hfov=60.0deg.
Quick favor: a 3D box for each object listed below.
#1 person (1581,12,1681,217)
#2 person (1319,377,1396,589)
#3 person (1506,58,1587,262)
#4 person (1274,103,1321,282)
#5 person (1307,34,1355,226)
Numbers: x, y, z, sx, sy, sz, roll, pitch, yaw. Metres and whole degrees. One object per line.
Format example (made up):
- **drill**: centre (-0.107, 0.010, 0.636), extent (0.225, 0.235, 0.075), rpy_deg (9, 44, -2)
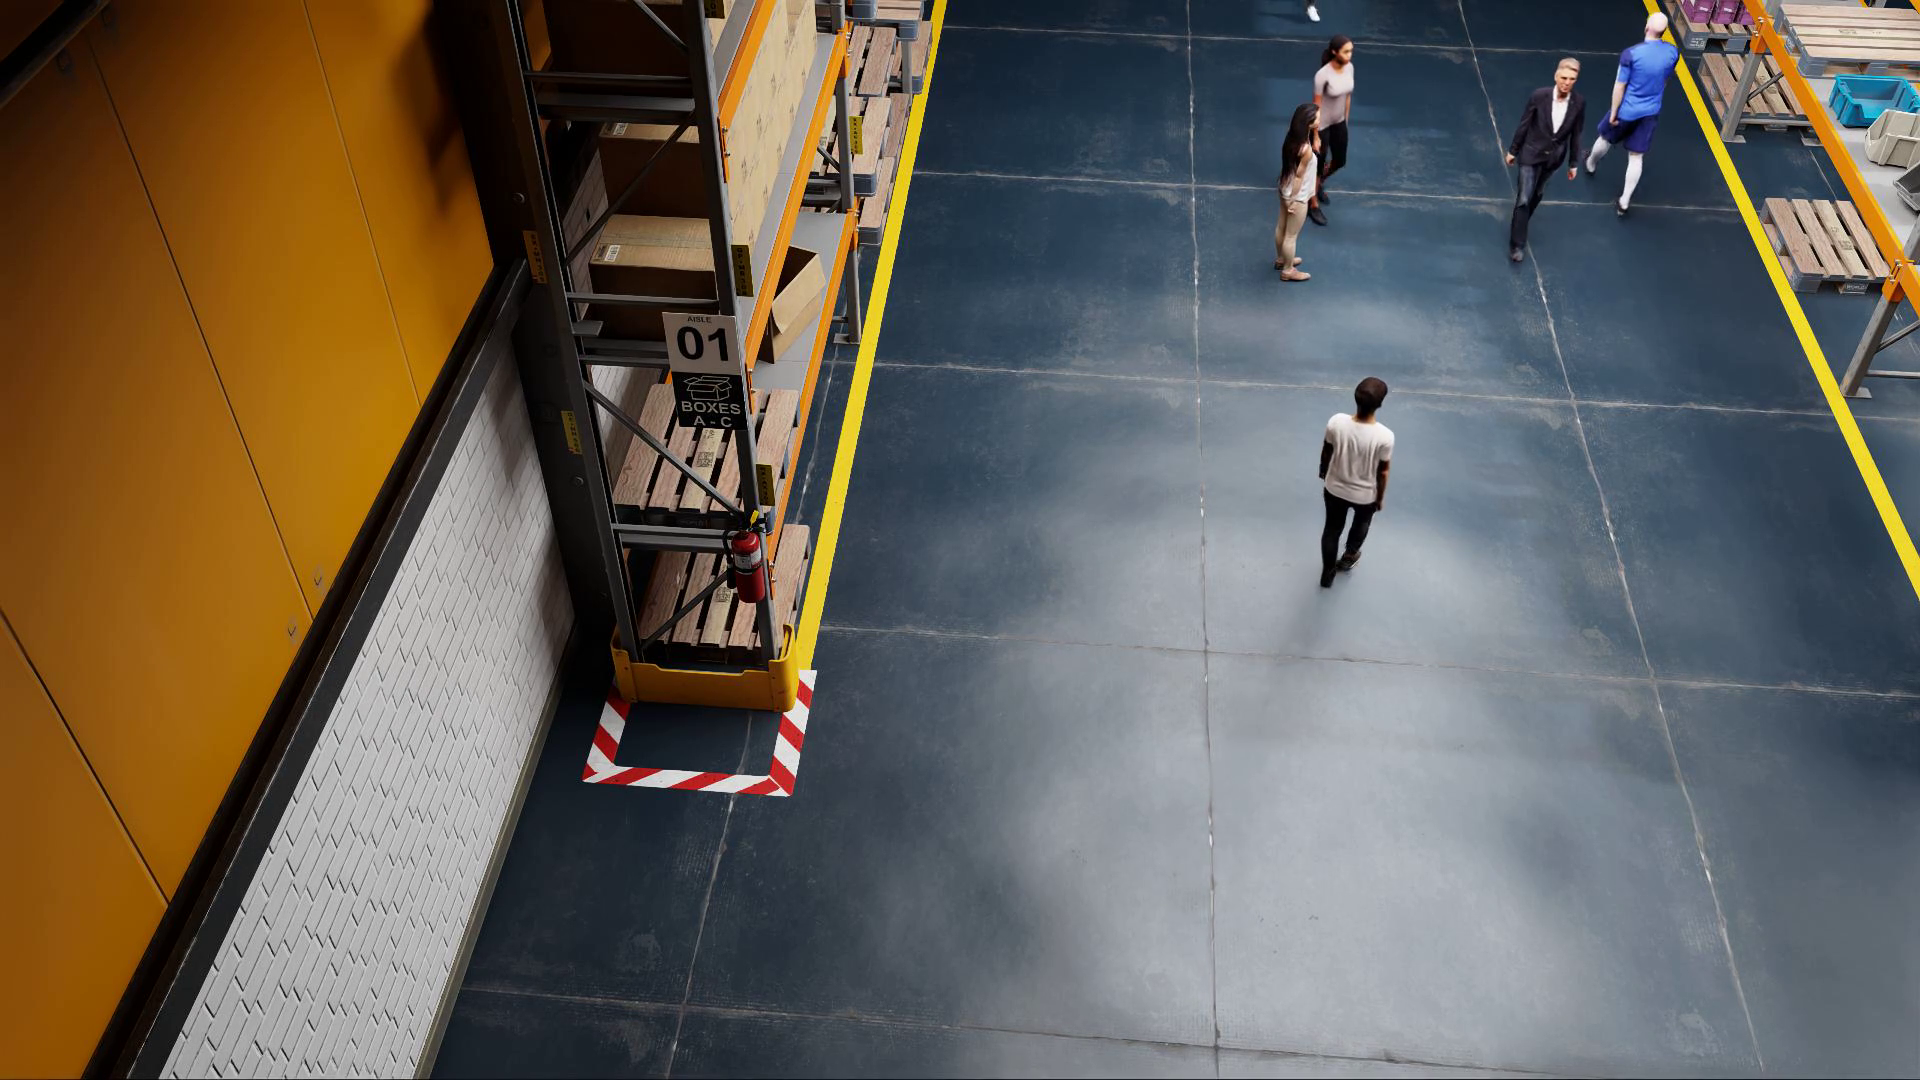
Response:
- **person**: centre (6.061, -3.773, 14.873), extent (0.674, 1.782, 1.149), rpy_deg (3, 44, 3)
- **person**: centre (2.641, -0.334, 11.315), extent (0.779, 1.710, 0.816), rpy_deg (19, 47, 19)
- **person**: centre (5.065, -3.395, 14.472), extent (0.708, 1.788, 1.032), rpy_deg (4, 44, 4)
- **person**: centre (2.824, -2.947, 14.099), extent (0.674, 1.653, 0.611), rpy_deg (-27, 50, -25)
- **person**: centre (3.230, -3.700, 14.827), extent (0.792, 1.739, 0.853), rpy_deg (-22, 48, -21)
